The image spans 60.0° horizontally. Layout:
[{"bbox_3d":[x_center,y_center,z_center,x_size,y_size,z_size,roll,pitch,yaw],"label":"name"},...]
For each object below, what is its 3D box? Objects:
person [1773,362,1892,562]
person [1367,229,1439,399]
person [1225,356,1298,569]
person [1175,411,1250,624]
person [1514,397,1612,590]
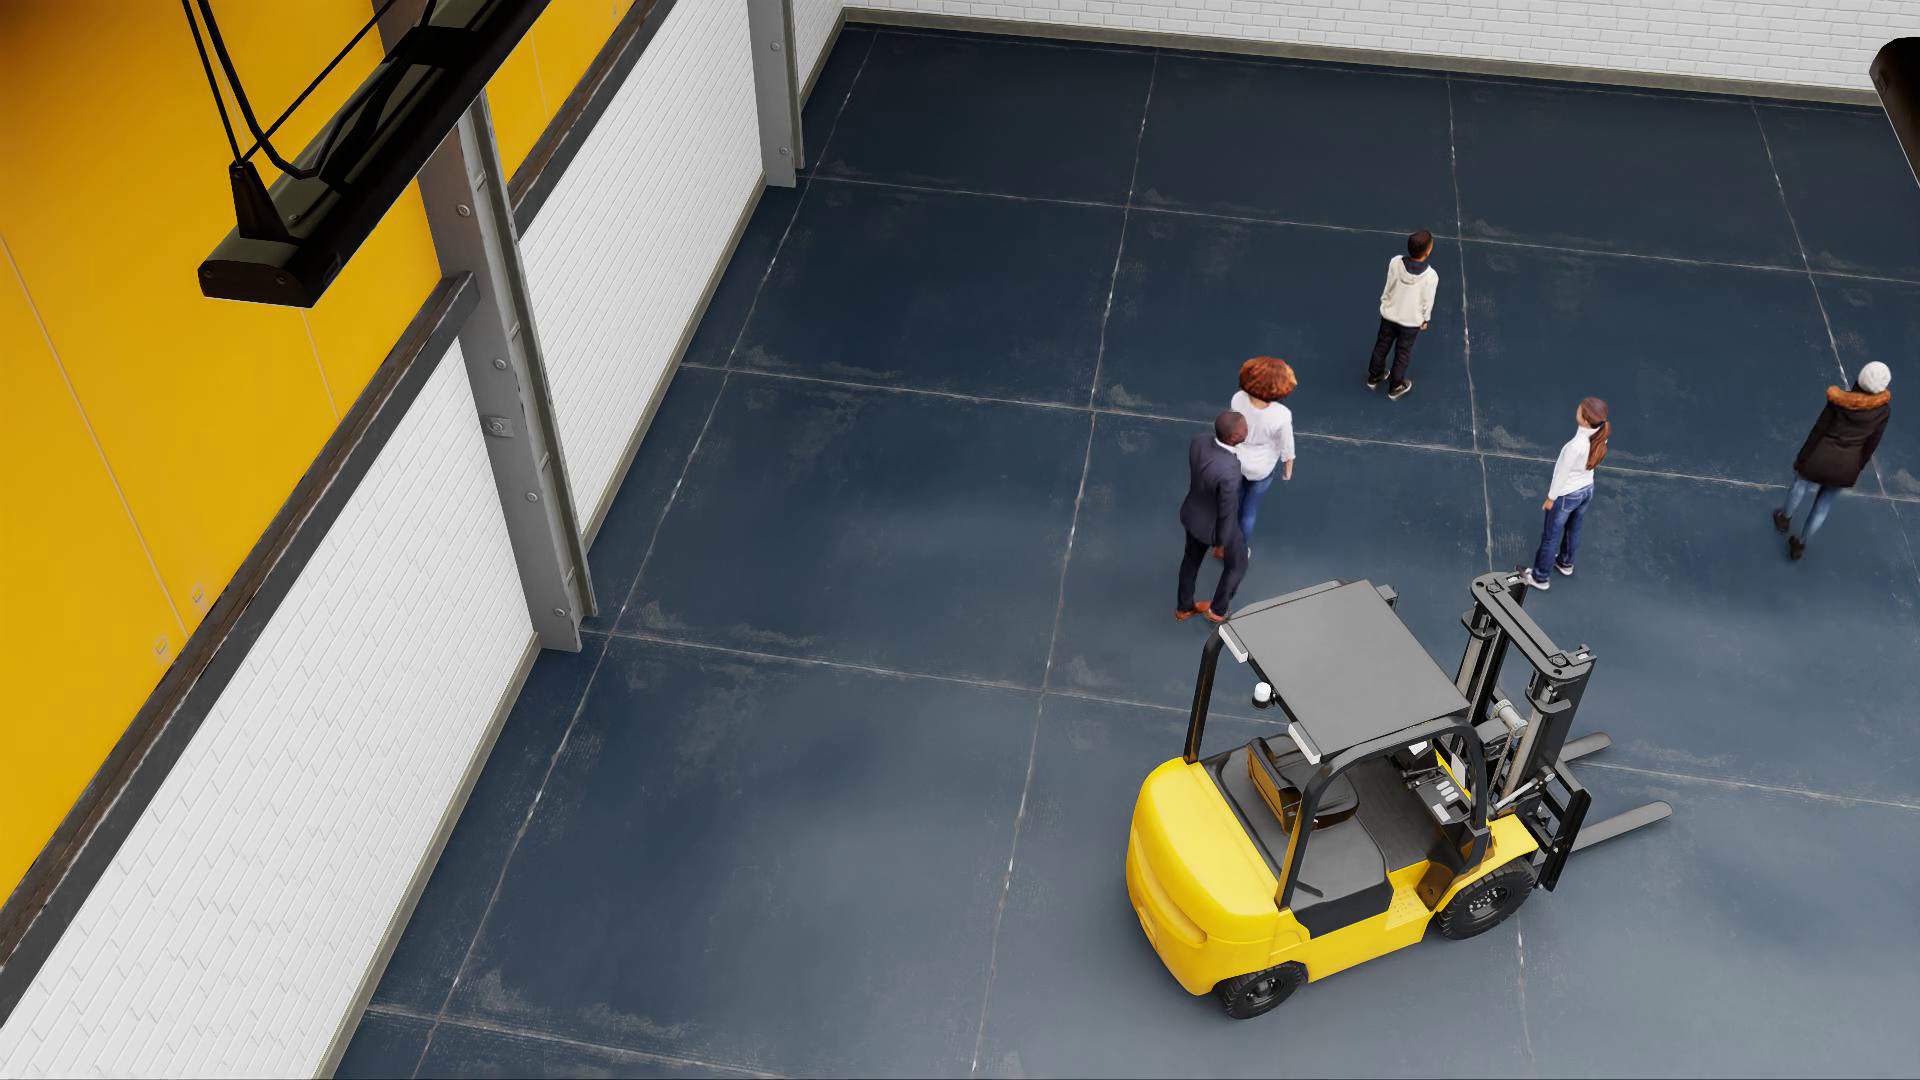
[{"bbox_3d":[6.029,-0.507,11.488,0.683,1.617,0.771,12,45,12],"label":"person"},{"bbox_3d":[3.433,-1.760,12.924,0.652,1.452,0.664,30,51,27],"label":"person"},{"bbox_3d":[1.965,-0.491,11.424,0.909,1.683,1.069,26,50,25],"label":"person"},{"bbox_3d":[1.583,-0.104,10.924,0.901,1.813,0.817,-18,46,-18],"label":"person"},{"bbox_3d":[4.177,-0.326,11.344,0.616,1.554,0.676,-26,49,-25],"label":"person"}]
